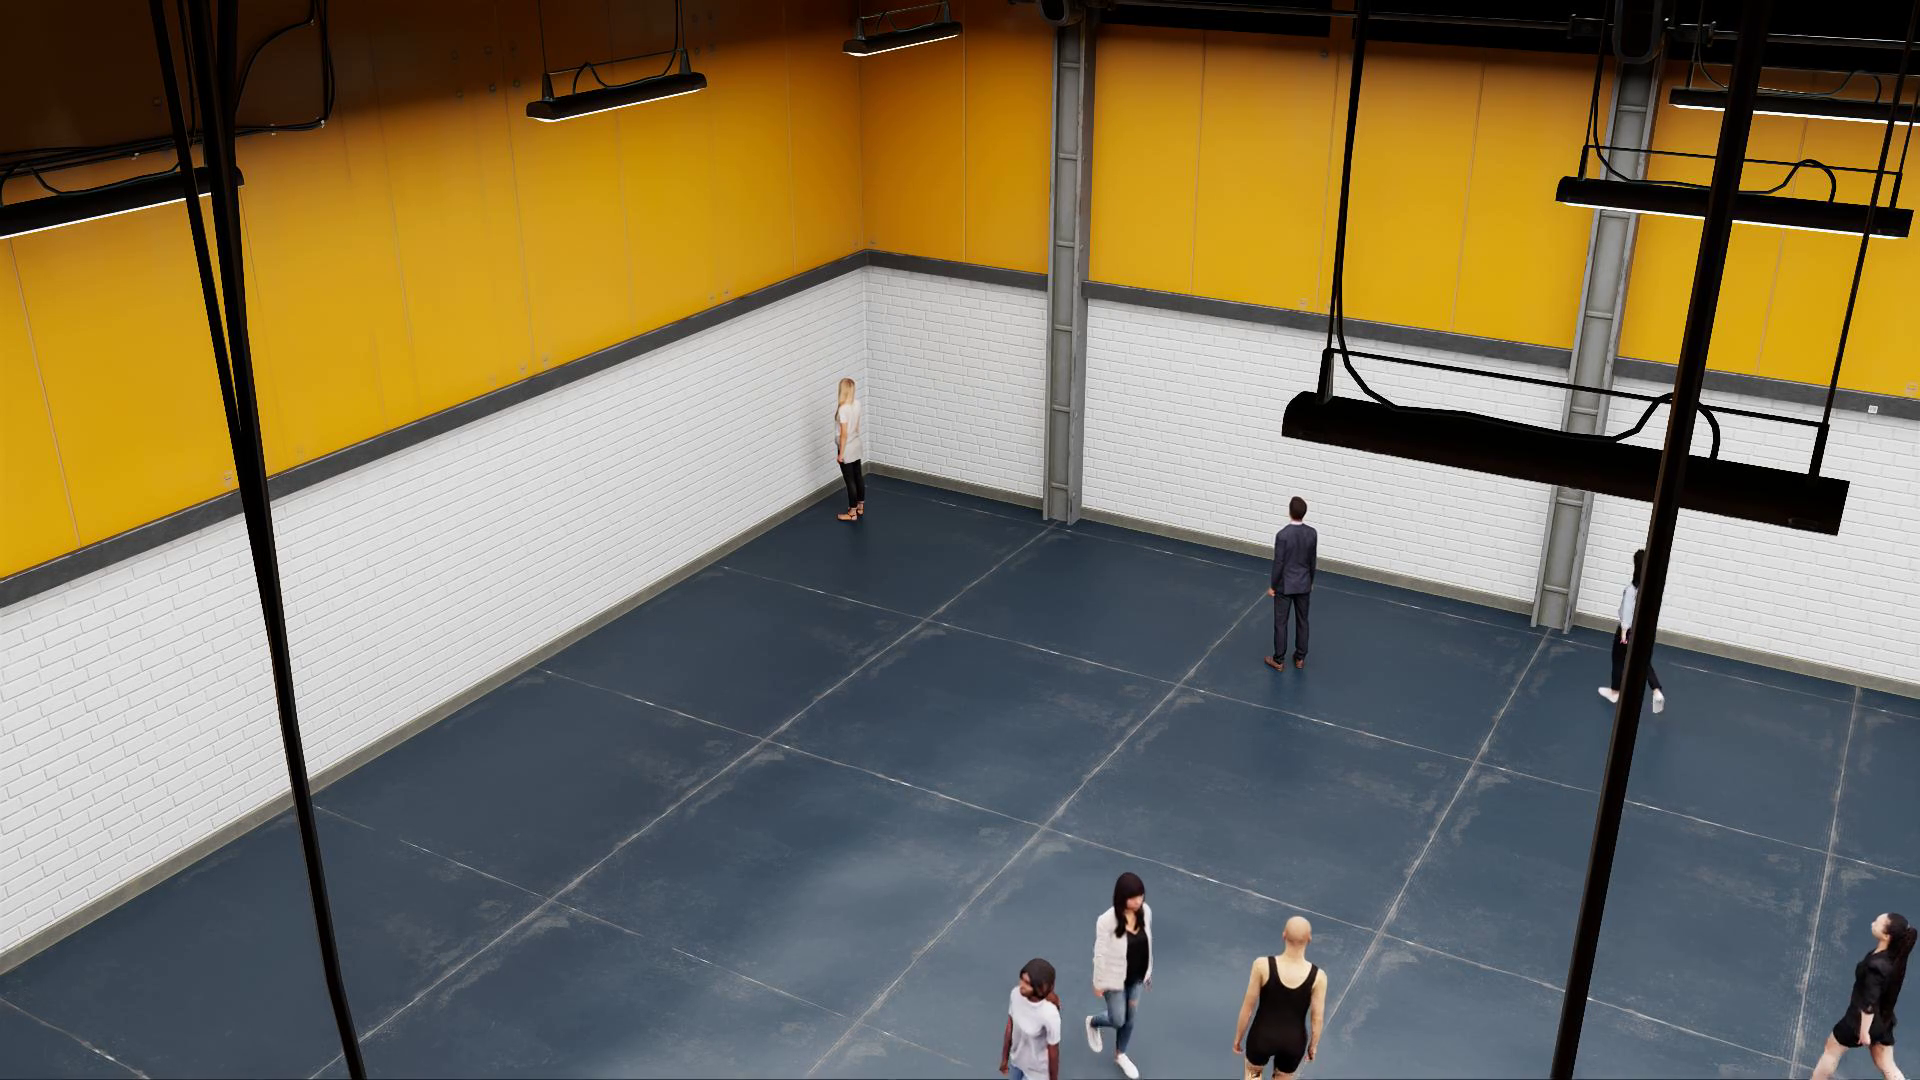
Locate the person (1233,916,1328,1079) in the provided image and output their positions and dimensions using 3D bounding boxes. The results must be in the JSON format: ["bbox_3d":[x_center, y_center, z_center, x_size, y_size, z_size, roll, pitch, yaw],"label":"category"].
[{"bbox_3d":[2.025,3.261,10.621,0.809,1.794,0.882,4,24,9],"label":"person"}]

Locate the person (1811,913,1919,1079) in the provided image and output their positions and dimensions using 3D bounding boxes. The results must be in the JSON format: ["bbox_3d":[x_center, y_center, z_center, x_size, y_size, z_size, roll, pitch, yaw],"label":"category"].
[{"bbox_3d":[6.078,3.203,10.920,0.854,1.660,1.107,-17,29,-34],"label":"person"}]

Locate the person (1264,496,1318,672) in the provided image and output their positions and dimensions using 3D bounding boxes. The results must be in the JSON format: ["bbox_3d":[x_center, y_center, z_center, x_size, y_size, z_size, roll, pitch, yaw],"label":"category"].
[{"bbox_3d":[3.391,0.444,16.974,0.730,1.868,0.793,-6,24,-13],"label":"person"}]

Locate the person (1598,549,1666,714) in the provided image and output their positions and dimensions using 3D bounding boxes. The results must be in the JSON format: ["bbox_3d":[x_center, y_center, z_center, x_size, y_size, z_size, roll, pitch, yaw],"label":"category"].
[{"bbox_3d":[6.621,0.905,16.134,0.955,1.695,1.067,-9,25,-21],"label":"person"}]

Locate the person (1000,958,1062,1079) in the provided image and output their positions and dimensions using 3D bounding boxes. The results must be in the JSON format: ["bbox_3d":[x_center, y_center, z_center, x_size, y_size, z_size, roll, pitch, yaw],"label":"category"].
[{"bbox_3d":[0.511,3.344,10.553,0.977,1.696,1.086,-15,28,-30],"label":"person"}]

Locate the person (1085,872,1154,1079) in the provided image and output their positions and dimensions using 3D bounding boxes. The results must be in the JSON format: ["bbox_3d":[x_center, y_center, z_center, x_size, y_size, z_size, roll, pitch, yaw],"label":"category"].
[{"bbox_3d":[1.090,2.957,11.524,0.777,1.627,0.858,-13,27,-28],"label":"person"}]

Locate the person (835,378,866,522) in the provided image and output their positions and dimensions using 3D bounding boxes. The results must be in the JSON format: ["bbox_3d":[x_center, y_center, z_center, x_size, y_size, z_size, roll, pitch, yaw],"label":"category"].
[{"bbox_3d":[-1.359,-1.131,20.628,0.533,1.826,0.607,11,26,24],"label":"person"}]
